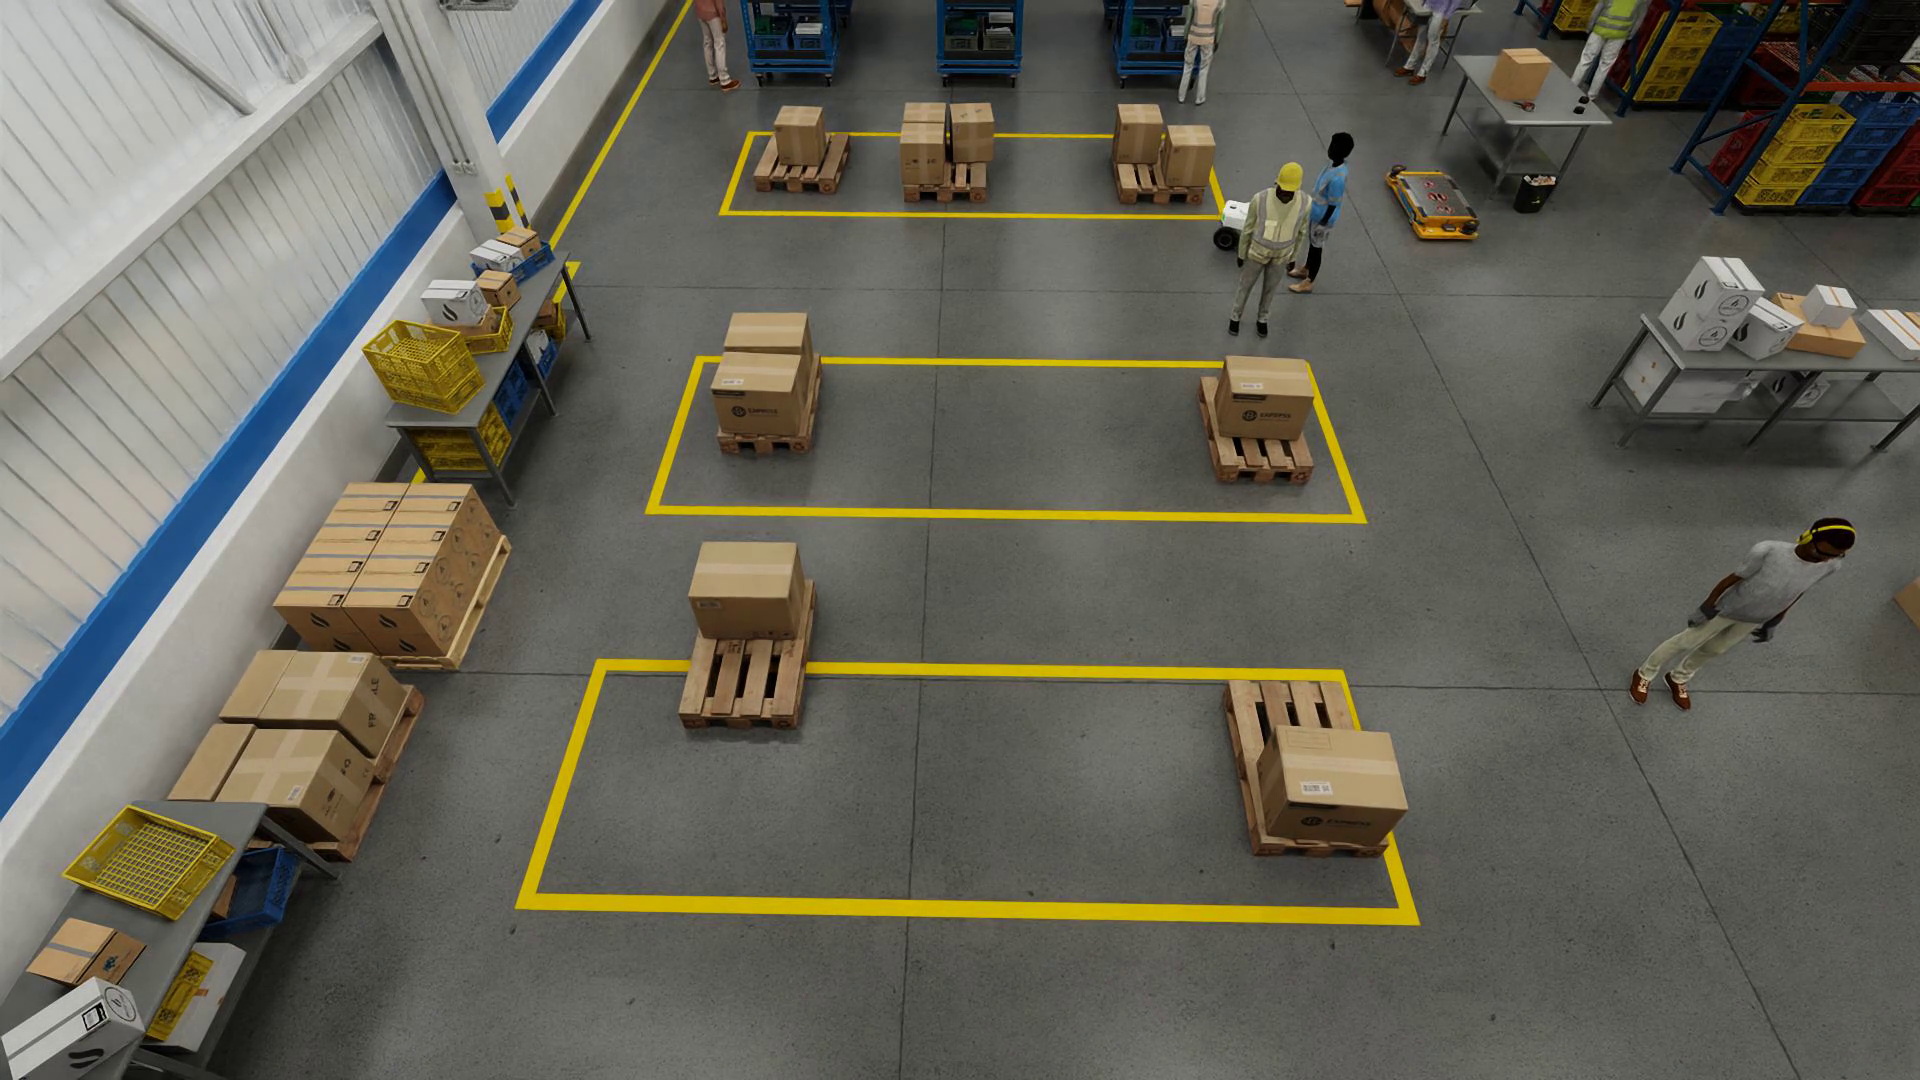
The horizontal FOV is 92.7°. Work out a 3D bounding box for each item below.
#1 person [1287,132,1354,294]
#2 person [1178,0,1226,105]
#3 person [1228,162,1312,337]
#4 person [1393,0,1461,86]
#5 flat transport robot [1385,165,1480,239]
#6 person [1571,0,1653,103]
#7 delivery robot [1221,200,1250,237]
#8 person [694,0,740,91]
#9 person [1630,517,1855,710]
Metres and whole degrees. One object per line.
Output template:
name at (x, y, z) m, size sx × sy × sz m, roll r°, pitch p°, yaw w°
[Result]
person at (3.748, -3.374, 9.496) m, size 0.318 × 1.698 × 0.539 m, roll 9°, pitch 50°, yaw 8°
person at (3.286, -6.809, 12.510) m, size 0.519 × 1.638 × 0.310 m, roll 14°, pitch 51°, yaw 12°
person at (3.002, -2.797, 8.917) m, size 0.593 × 1.827 × 0.403 m, roll 4°, pitch 49°, yaw 3°
person at (6.704, -7.458, 12.876) m, size 0.371 × 1.940 × 0.627 m, roll -14°, pitch 51°, yaw -12°
flat transport robot at (5.692, -4.094, 11.059) m, size 0.652 × 0.197 × 1.431 m, roll 1°, pitch 49°, yaw 1°
person at (8.827, -6.893, 12.450) m, size 0.625 × 1.844 × 0.429 m, roll 26°, pitch 54°, yaw 21°
delivery robot at (3.344, -3.635, 10.415) m, size 0.707 × 0.478 × 0.477 m, roll 19°, pitch 52°, yaw 15°
person at (-3.447, -7.337, 12.745) m, size 0.608 × 1.987 × 0.404 m, roll 32°, pitch 56°, yaw 25°
person at (5.133, 0.504, 6.036) m, size 0.509 × 1.861 × 0.329 m, roll 8°, pitch 50°, yaw 7°
